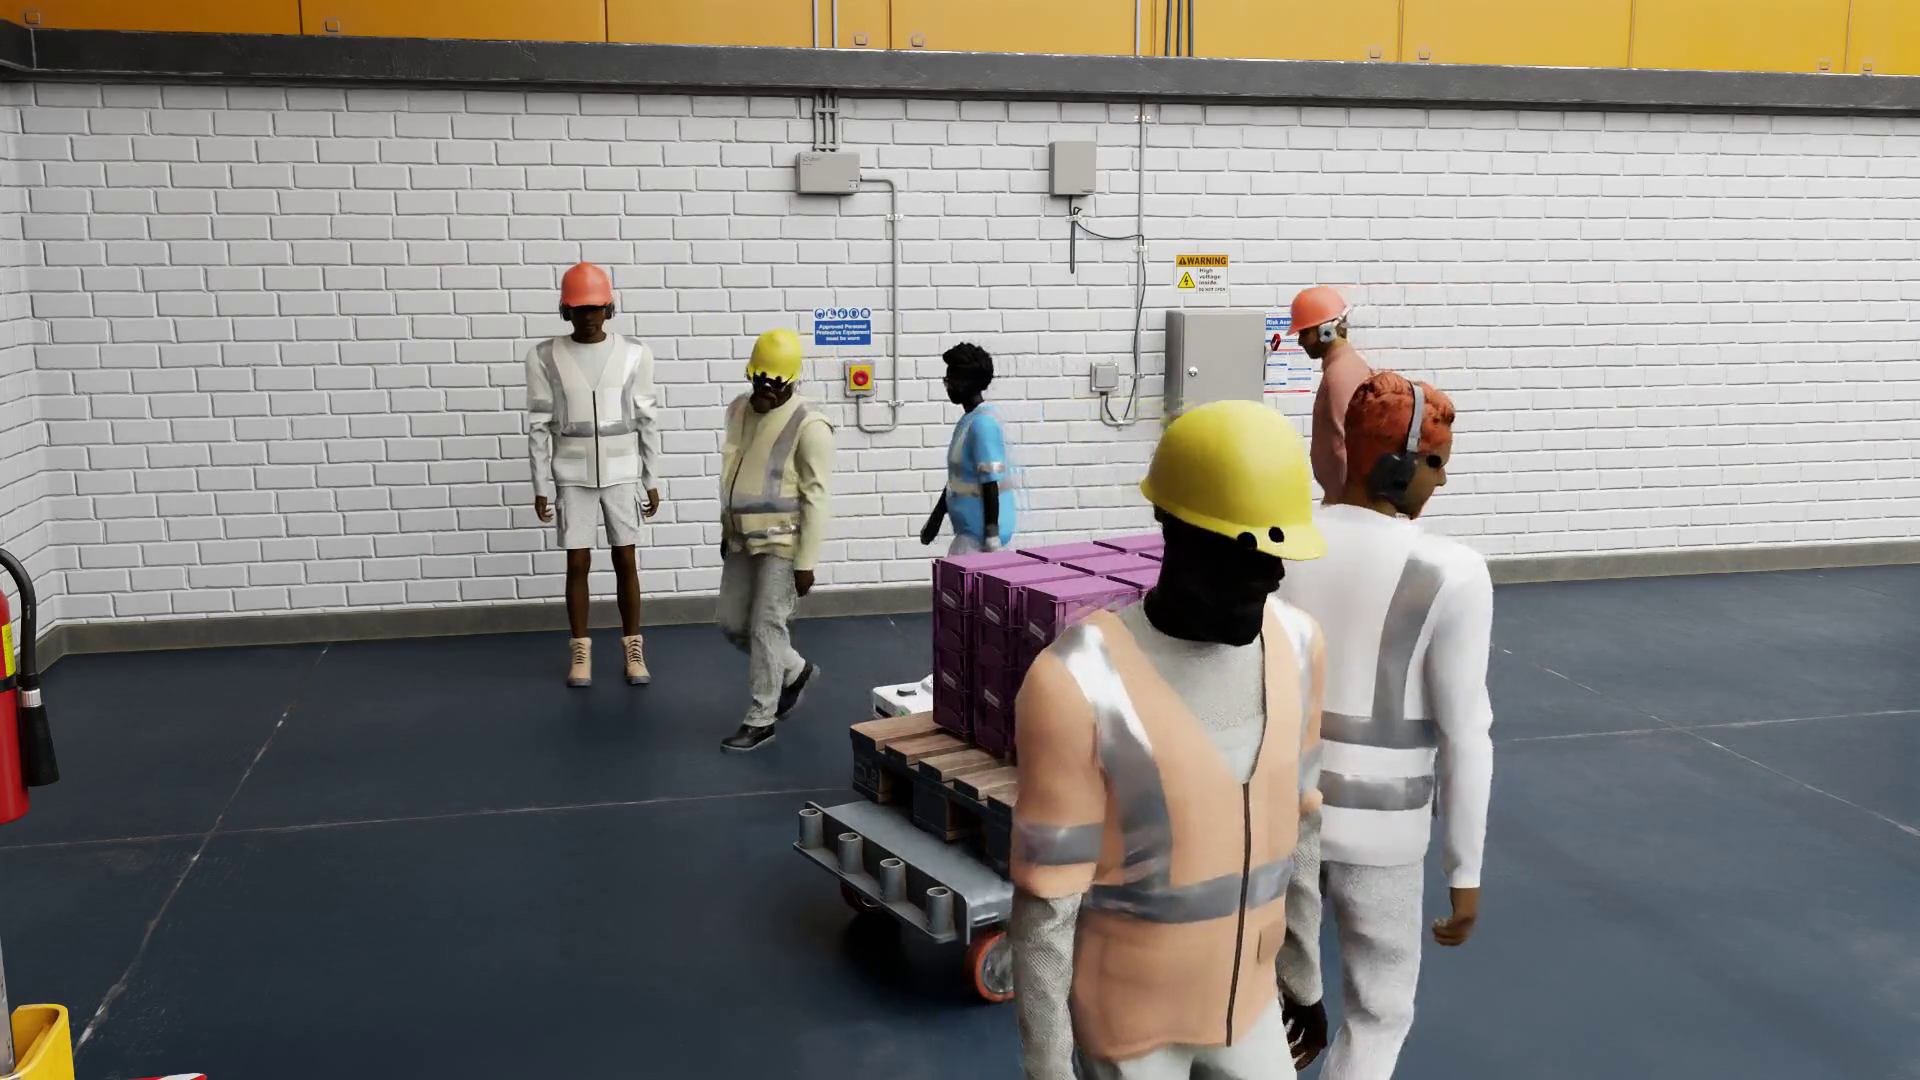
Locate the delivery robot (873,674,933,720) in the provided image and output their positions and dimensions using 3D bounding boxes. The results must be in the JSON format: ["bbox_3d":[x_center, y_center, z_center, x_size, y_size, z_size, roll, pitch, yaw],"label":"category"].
[{"bbox_3d":[0.030,0.661,6.424,0.707,0.478,0.477,-5,11,-24],"label":"delivery robot"}]

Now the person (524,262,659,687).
[{"bbox_3d":[-1.739,-0.296,7.923,0.609,2.030,0.409,-3,11,-16],"label":"person"}]

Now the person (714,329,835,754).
[{"bbox_3d":[-0.763,0.003,6.936,0.654,1.782,0.505,10,14,43],"label":"person"}]

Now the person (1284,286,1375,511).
[{"bbox_3d":[1.675,-0.181,7.591,1.025,1.909,0.678,5,11,24],"label":"person"}]

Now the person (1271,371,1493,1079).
[{"bbox_3d":[0.720,0.593,3.435,0.742,1.876,0.389,8,13,37],"label":"person"}]

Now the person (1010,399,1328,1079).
[{"bbox_3d":[0.334,0.716,2.634,0.628,1.899,0.541,-7,13,-35],"label":"person"}]

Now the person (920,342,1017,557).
[{"bbox_3d":[0.035,-0.041,7.418,0.649,1.674,0.566,0,10,1],"label":"person"}]
